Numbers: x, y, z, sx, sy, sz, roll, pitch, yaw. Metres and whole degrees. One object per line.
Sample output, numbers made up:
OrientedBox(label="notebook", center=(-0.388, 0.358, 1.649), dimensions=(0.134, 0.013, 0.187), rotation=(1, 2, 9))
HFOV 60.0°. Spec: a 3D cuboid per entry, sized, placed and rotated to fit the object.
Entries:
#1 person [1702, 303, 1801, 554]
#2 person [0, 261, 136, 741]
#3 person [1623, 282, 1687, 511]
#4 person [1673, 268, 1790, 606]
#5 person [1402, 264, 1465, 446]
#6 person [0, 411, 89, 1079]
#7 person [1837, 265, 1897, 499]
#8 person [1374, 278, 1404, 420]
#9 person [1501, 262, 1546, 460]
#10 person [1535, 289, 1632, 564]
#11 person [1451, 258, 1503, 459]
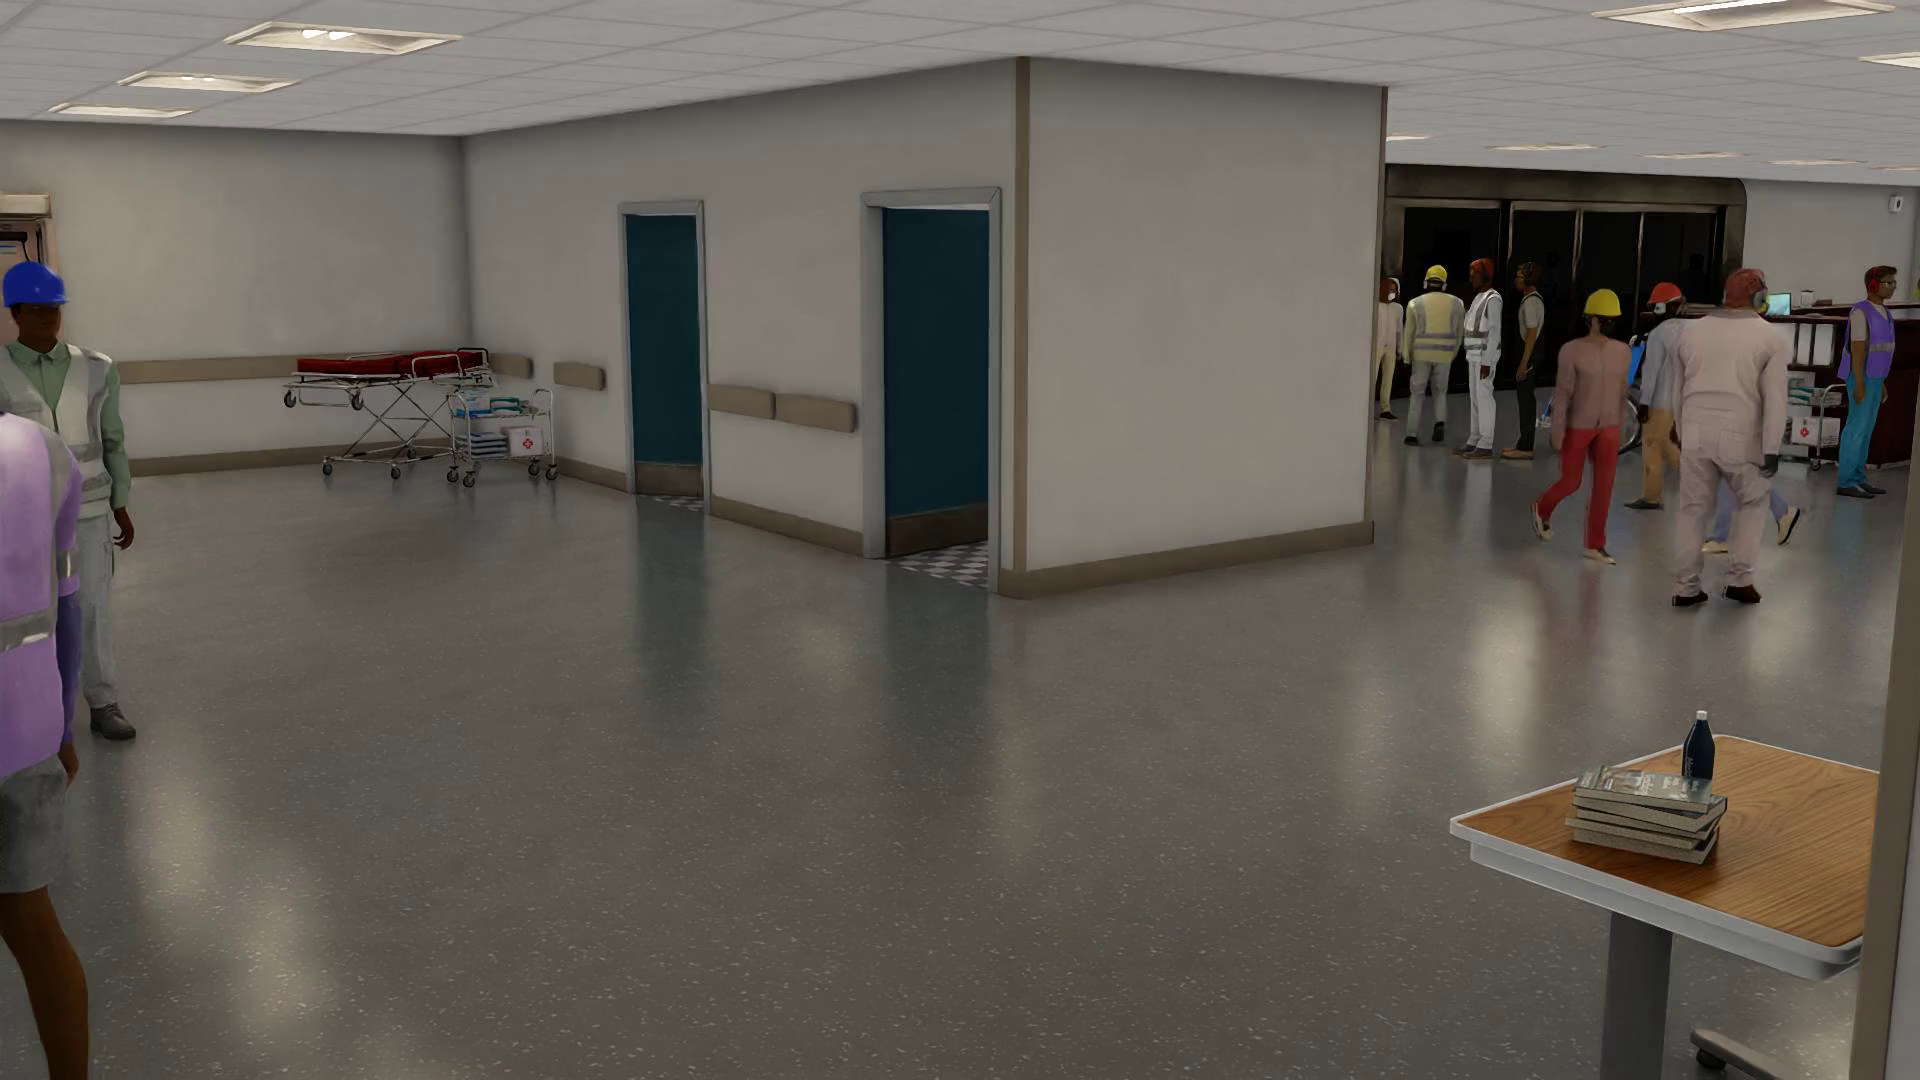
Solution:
OrientedBox(label="person", center=(5.175, -0.769, 10.848), dimensions=(0.741, 1.746, 0.532), rotation=(0, 10, -2))
OrientedBox(label="person", center=(-3.634, -0.128, 6.653), dimensions=(0.607, 1.951, 0.380), rotation=(-10, 14, -43))
OrientedBox(label="person", center=(5.340, -1.066, 12.517), dimensions=(0.566, 1.732, 0.498), rotation=(-10, 14, -44))
OrientedBox(label="person", center=(4.293, -0.562, 9.283), dimensions=(0.633, 1.883, 0.680), rotation=(-9, 14, -43))
OrientedBox(label="person", center=(4.720, -1.847, 16.675), dimensions=(0.608, 1.806, 0.427), rotation=(0, 10, 3))
OrientedBox(label="person", center=(-2.059, 0.415, 3.414), dimensions=(0.409, 2.028, 0.613), rotation=(2, 10, 10))
OrientedBox(label="person", center=(7.261, -1.268, 13.328), dimensions=(0.389, 1.849, 0.567), rotation=(10, 14, 44))
OrientedBox(label="person", center=(4.859, -2.180, 19.075), dimensions=(0.504, 1.627, 0.285), rotation=(-3, 11, -18))
OrientedBox(label="person", center=(5.299, -1.673, 15.598), dimensions=(0.340, 1.845, 0.513), rotation=(4, 11, 21))
OrientedBox(label="person", center=(4.016, -0.744, 10.707), dimensions=(0.521, 1.749, 0.662), rotation=(-2, 10, -10))
OrientedBox(label="person", center=(4.892, -1.699, 15.632), dimensions=(0.355, 1.887, 0.574), rotation=(0, 10, 2))
